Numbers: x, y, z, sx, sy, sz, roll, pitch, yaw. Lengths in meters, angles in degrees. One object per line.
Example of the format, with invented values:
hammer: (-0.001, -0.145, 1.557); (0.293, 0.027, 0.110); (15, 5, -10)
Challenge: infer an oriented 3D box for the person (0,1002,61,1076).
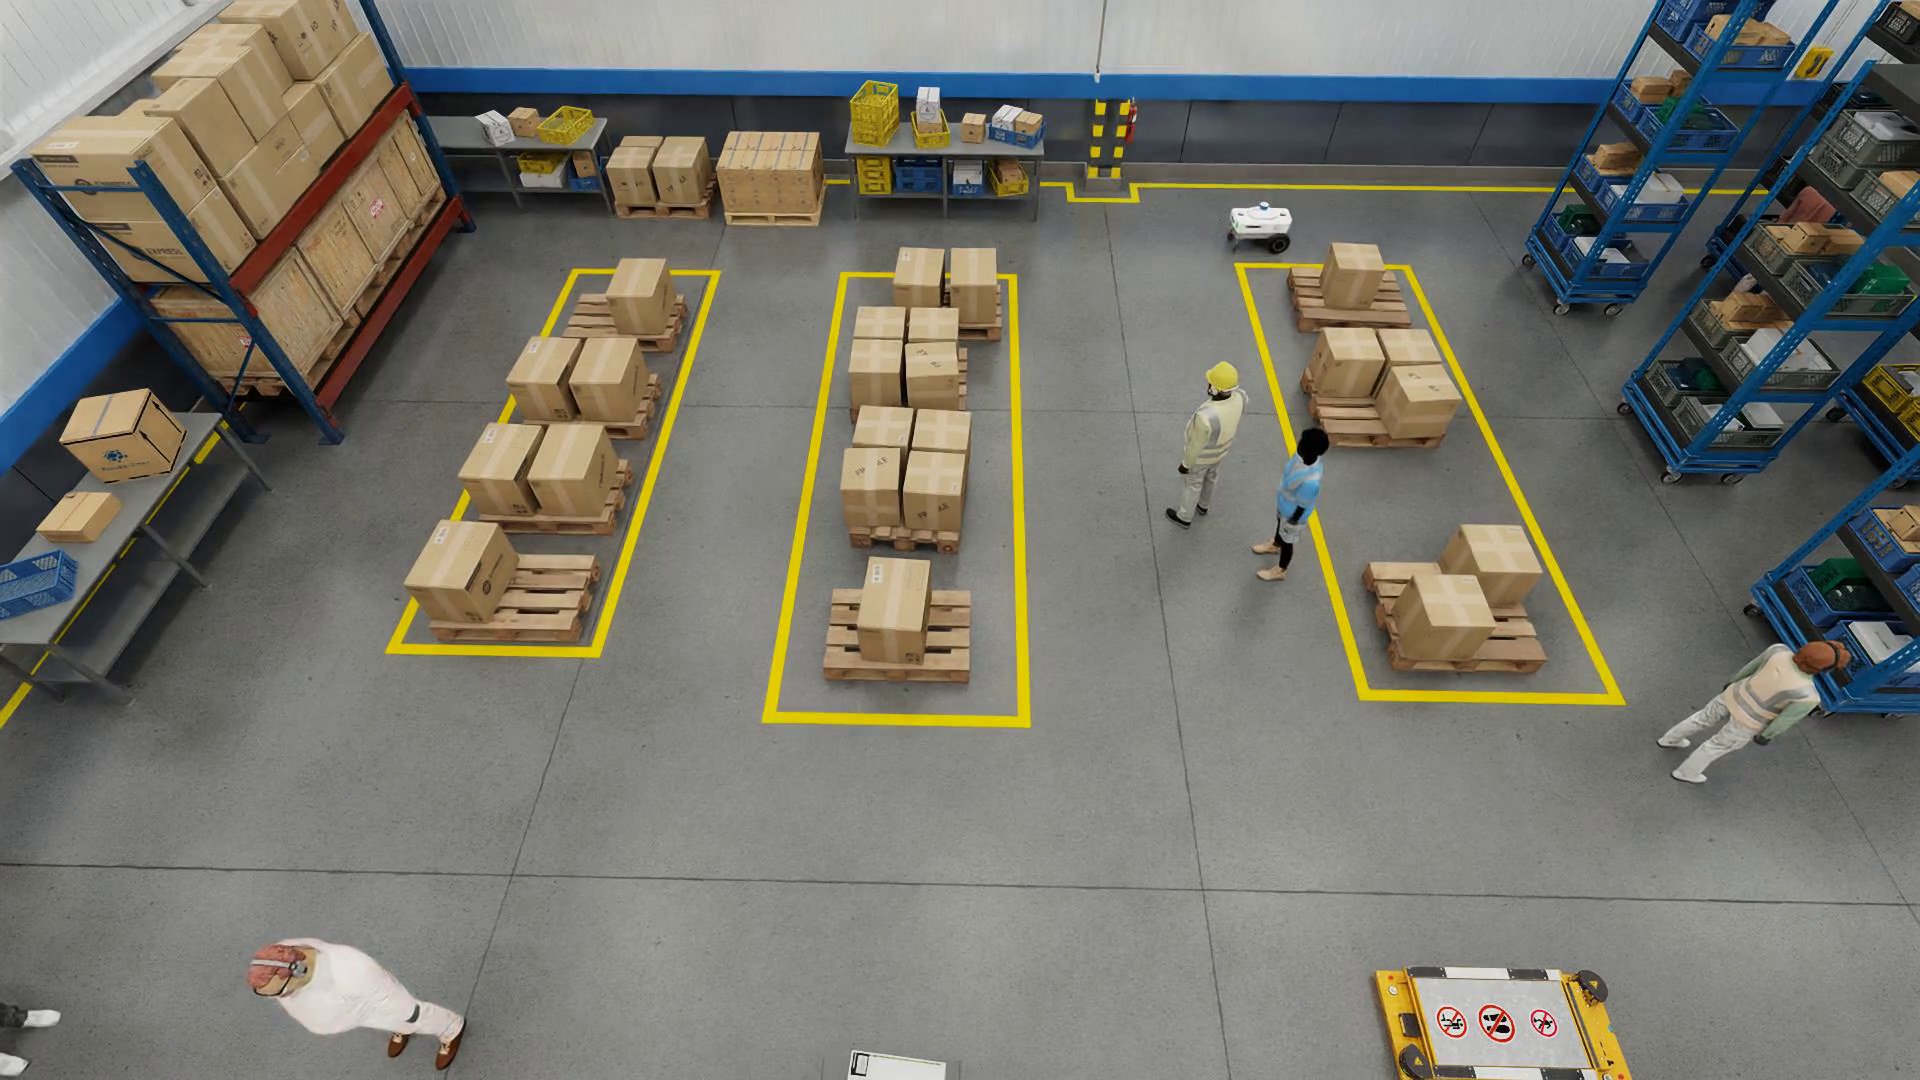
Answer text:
person: (-6.143, 2.703, 5.221); (0.413, 1.906, 0.599); (2, 51, 1)

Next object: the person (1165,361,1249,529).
person: (2.177, -0.826, 8.141); (0.600, 1.830, 0.403); (-32, 58, -23)

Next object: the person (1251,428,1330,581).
person: (2.831, -0.303, 7.807); (0.320, 1.691, 0.537); (5, 51, 4)

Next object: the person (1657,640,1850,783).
person: (5.674, 1.218, 6.606); (0.315, 1.633, 0.521); (4, 51, 3)

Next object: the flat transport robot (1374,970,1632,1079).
flat transport robot: (3.501, 3.133, 5.914); (1.431, 0.197, 0.652); (1, 51, 1)

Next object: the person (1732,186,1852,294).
person: (9.070, -3.164, 9.955); (0.412, 1.981, 0.625); (-20, 53, -15)

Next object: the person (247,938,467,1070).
person: (-3.445, 2.664, 5.258); (0.647, 1.900, 0.401); (9, 51, 7)

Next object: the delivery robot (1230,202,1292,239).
delivery robot: (3.757, -3.990, 11.480); (0.707, 0.478, 0.477); (1, 51, 1)
